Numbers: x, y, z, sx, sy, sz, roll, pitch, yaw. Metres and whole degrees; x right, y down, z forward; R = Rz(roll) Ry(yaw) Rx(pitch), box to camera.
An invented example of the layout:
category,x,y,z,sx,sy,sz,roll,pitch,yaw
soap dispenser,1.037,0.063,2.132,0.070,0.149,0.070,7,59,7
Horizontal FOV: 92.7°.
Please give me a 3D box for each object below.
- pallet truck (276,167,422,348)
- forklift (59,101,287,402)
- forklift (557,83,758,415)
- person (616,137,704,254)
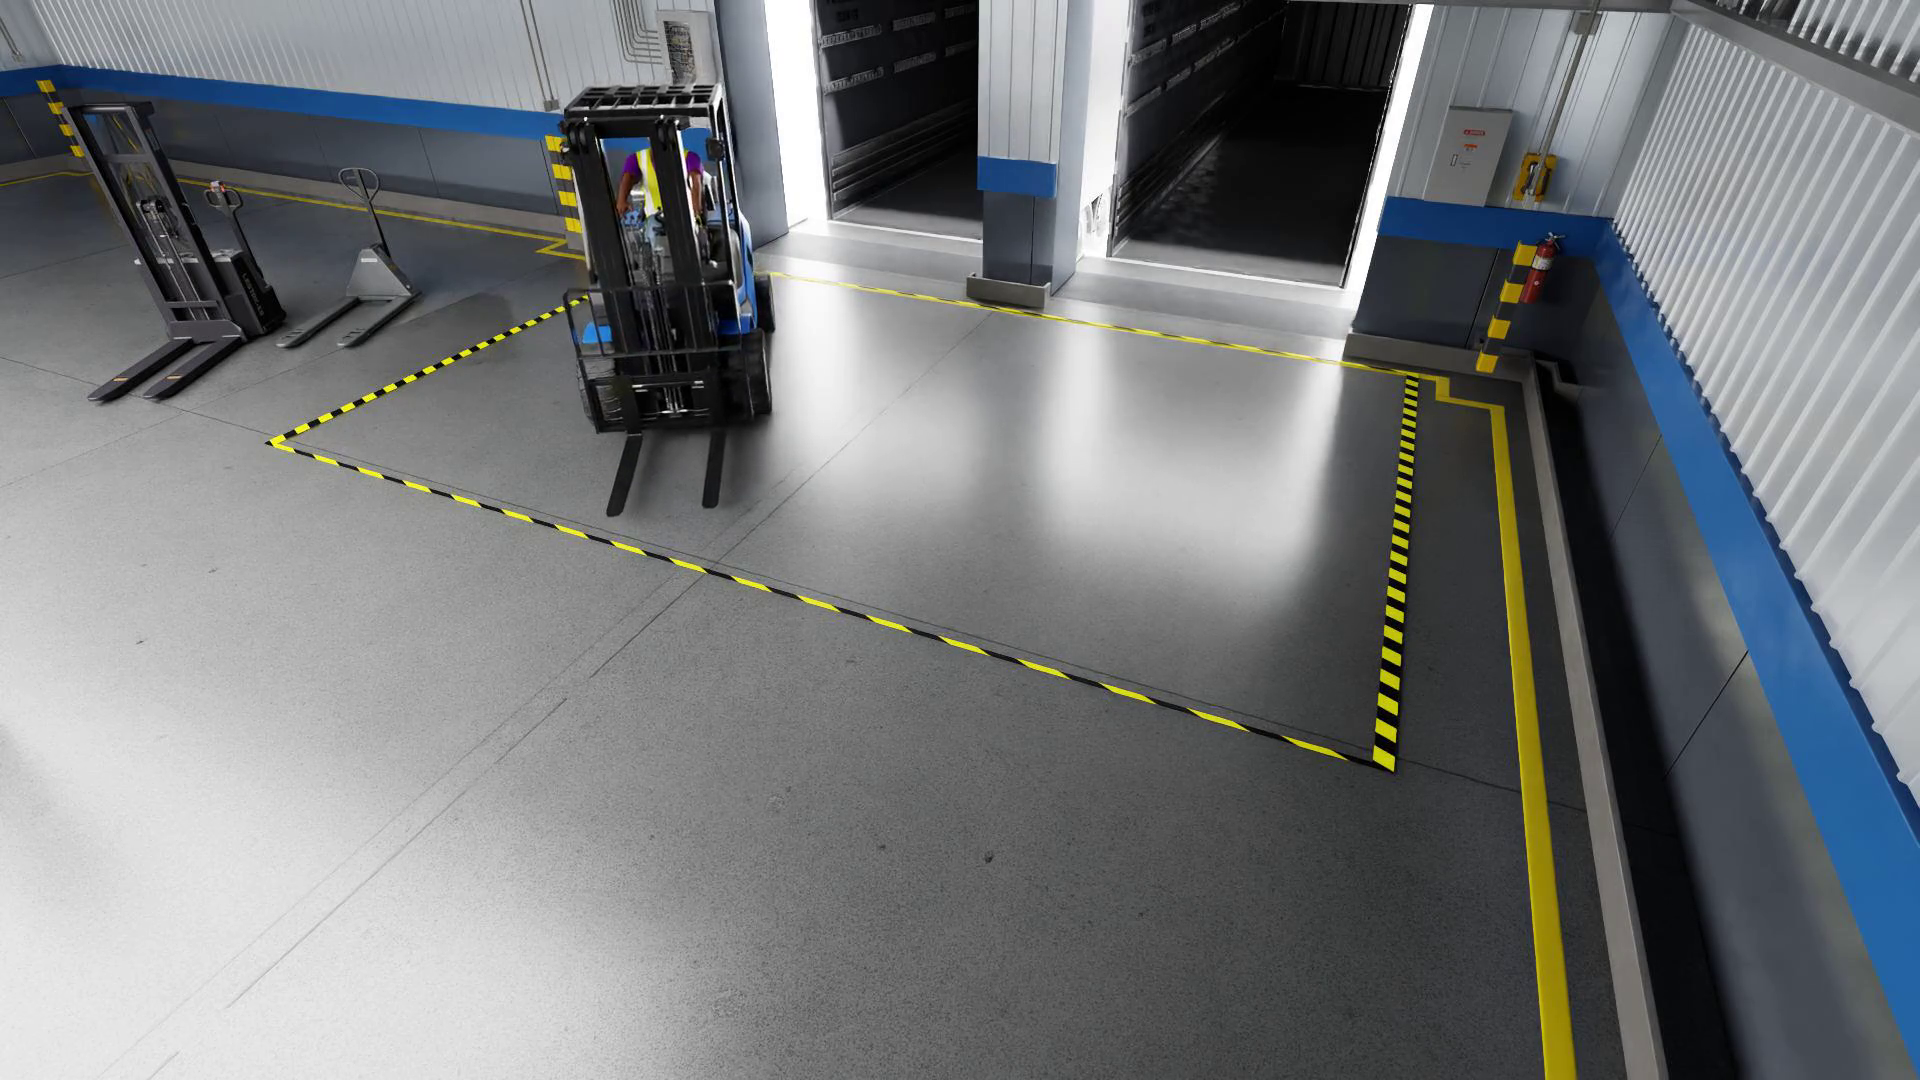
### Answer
category,x,y,z,sx,sy,sz,roll,pitch,yaw
pallet truck,-5.732,-2.611,8.414,0.680,1.201,1.601,-1,35,-1
forklift,-6.686,-2.387,7.434,0.823,1.965,1.885,-3,35,-5
forklift,-2.249,-2.362,7.088,1.157,2.036,2.680,-5,35,-7
person,-2.247,-2.481,6.931,0.635,1.294,1.004,-5,35,-7
